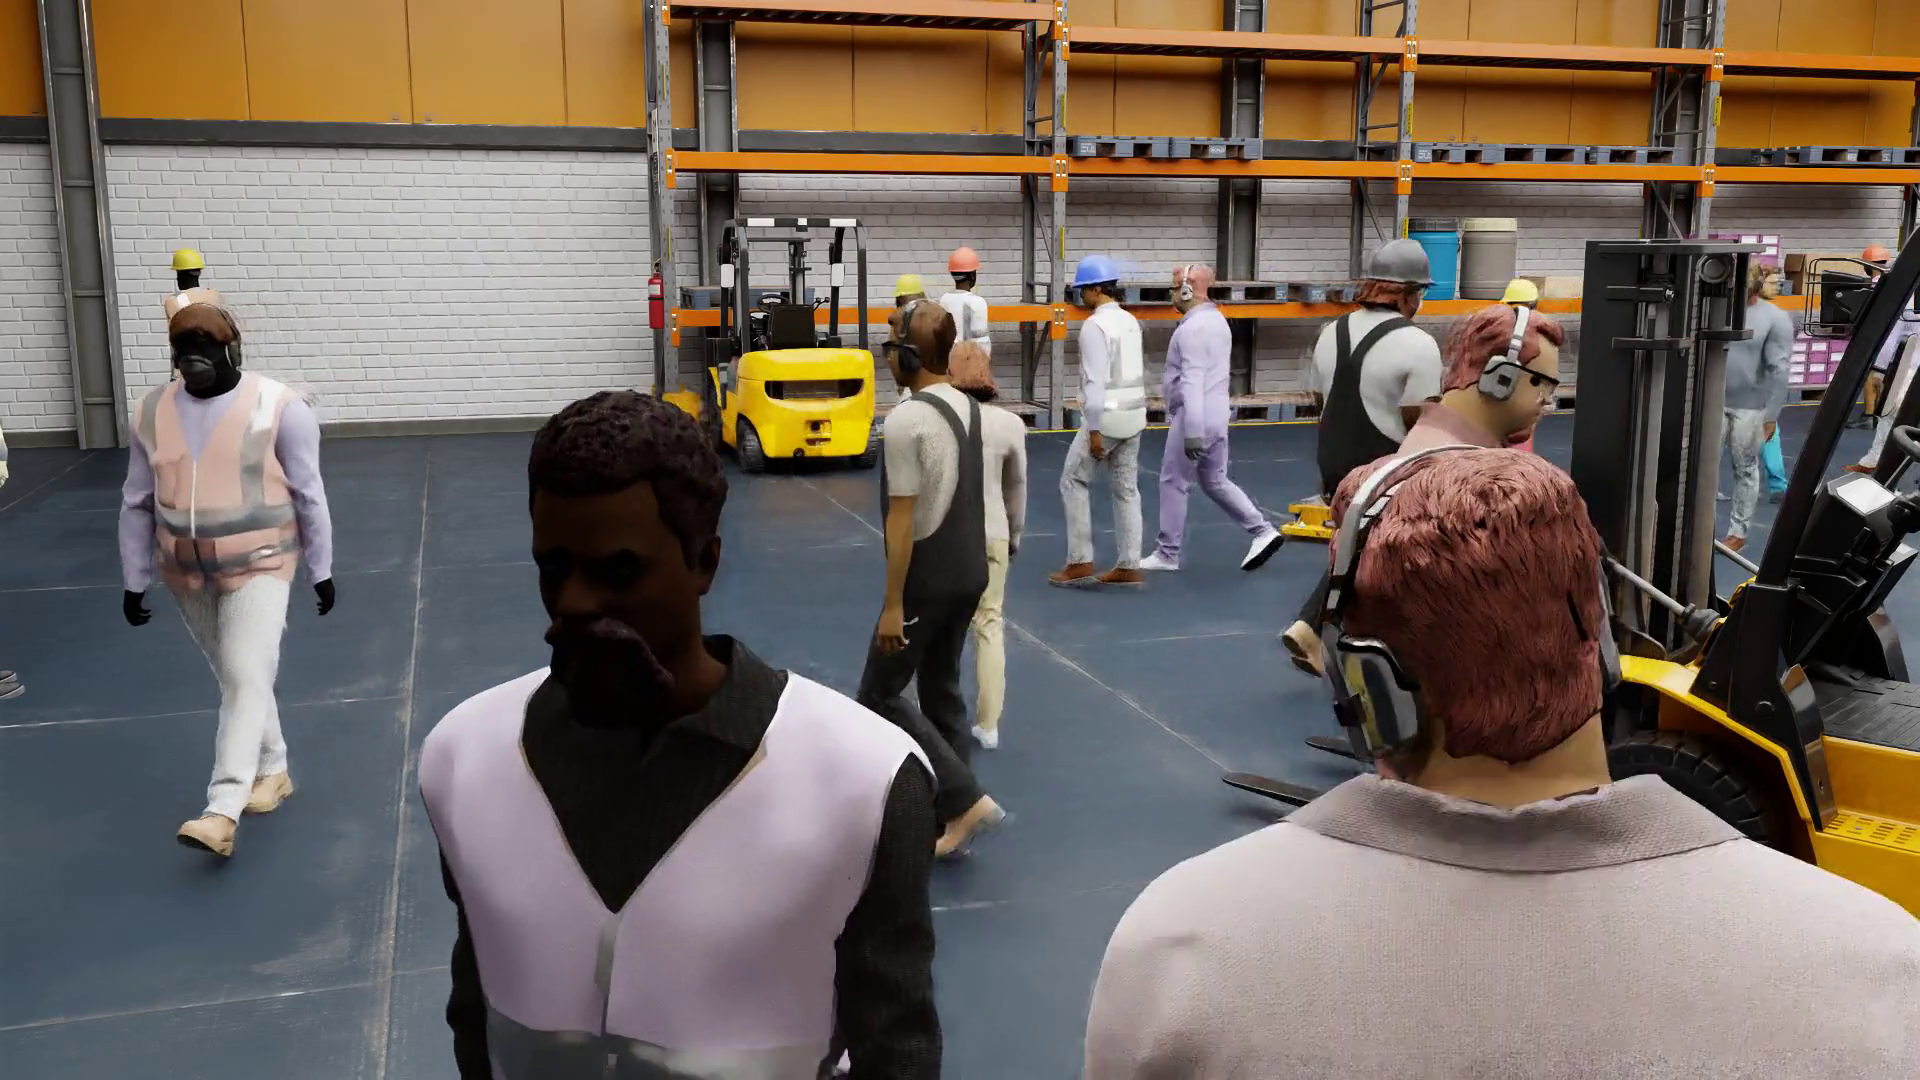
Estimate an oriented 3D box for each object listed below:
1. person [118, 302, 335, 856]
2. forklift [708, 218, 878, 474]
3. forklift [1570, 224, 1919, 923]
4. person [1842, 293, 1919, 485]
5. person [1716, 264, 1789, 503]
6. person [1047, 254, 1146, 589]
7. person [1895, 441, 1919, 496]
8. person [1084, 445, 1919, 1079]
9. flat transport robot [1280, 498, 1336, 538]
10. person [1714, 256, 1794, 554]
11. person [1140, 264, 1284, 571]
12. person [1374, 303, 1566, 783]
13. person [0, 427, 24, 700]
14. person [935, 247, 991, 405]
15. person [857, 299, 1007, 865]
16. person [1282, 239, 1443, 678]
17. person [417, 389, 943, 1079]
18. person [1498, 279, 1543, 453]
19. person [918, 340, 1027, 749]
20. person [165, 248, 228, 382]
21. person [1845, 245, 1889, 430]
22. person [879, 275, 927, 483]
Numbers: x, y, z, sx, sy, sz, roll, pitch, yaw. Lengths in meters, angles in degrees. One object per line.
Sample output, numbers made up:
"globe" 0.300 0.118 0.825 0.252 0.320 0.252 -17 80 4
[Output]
"person" -2.489 0.127 5.528 0.656 1.797 0.952 1 10 5
"forklift" -1.522 -1.778 14.899 1.214 2.155 2.313 -3 11 -17
"forklift" 2.909 0.117 4.508 2.313 2.155 1.214 9 14 40
"person" 7.813 -1.401 13.674 0.642 1.895 1.000 -5 12 -26
"person" 6.011 -1.156 12.530 0.565 1.808 0.903 -7 13 -36
"person" 0.796 -0.675 9.589 0.669 1.919 0.631 7 12 34
"person" 7.477 -1.144 12.490 1.021 1.808 0.492 5 11 25
"person" 0.407 0.865 1.296 0.650 1.871 0.697 4 11 21
"flat transport robot" 2.796 -0.199 11.519 0.652 0.197 1.431 7 12 32
"person" 4.803 -0.810 10.404 0.649 1.900 0.863 10 14 43
"person" 1.512 -0.716 9.989 0.844 1.872 0.682 5 12 26
"person" 1.065 0.402 3.801 0.519 1.879 0.710 3 11 17
"person" -4.372 -0.199 7.262 0.403 1.825 0.593 -7 12 -32
"person" 0.037 -1.274 12.827 0.545 1.942 0.352 10 14 42
"person" -0.080 0.159 5.273 0.448 1.828 0.541 6 12 30
"person" 1.831 -0.311 7.279 0.638 2.000 0.695 -6 12 -30
"person" -0.281 0.757 1.881 0.604 1.885 0.940 3 11 14
"person" 3.926 -0.919 11.448 0.735 1.746 0.528 3 11 15
"person" 0.000 0.001 6.729 0.541 1.609 0.632 -3 11 -16
"person" -6.235 -1.412 13.617 0.360 1.930 0.586 4 11 21
"person" 9.579 -2.126 17.518 0.550 1.933 0.370 -9 14 -40
"person" -0.444 -1.293 13.540 0.711 1.705 0.515 -3 11 -16
